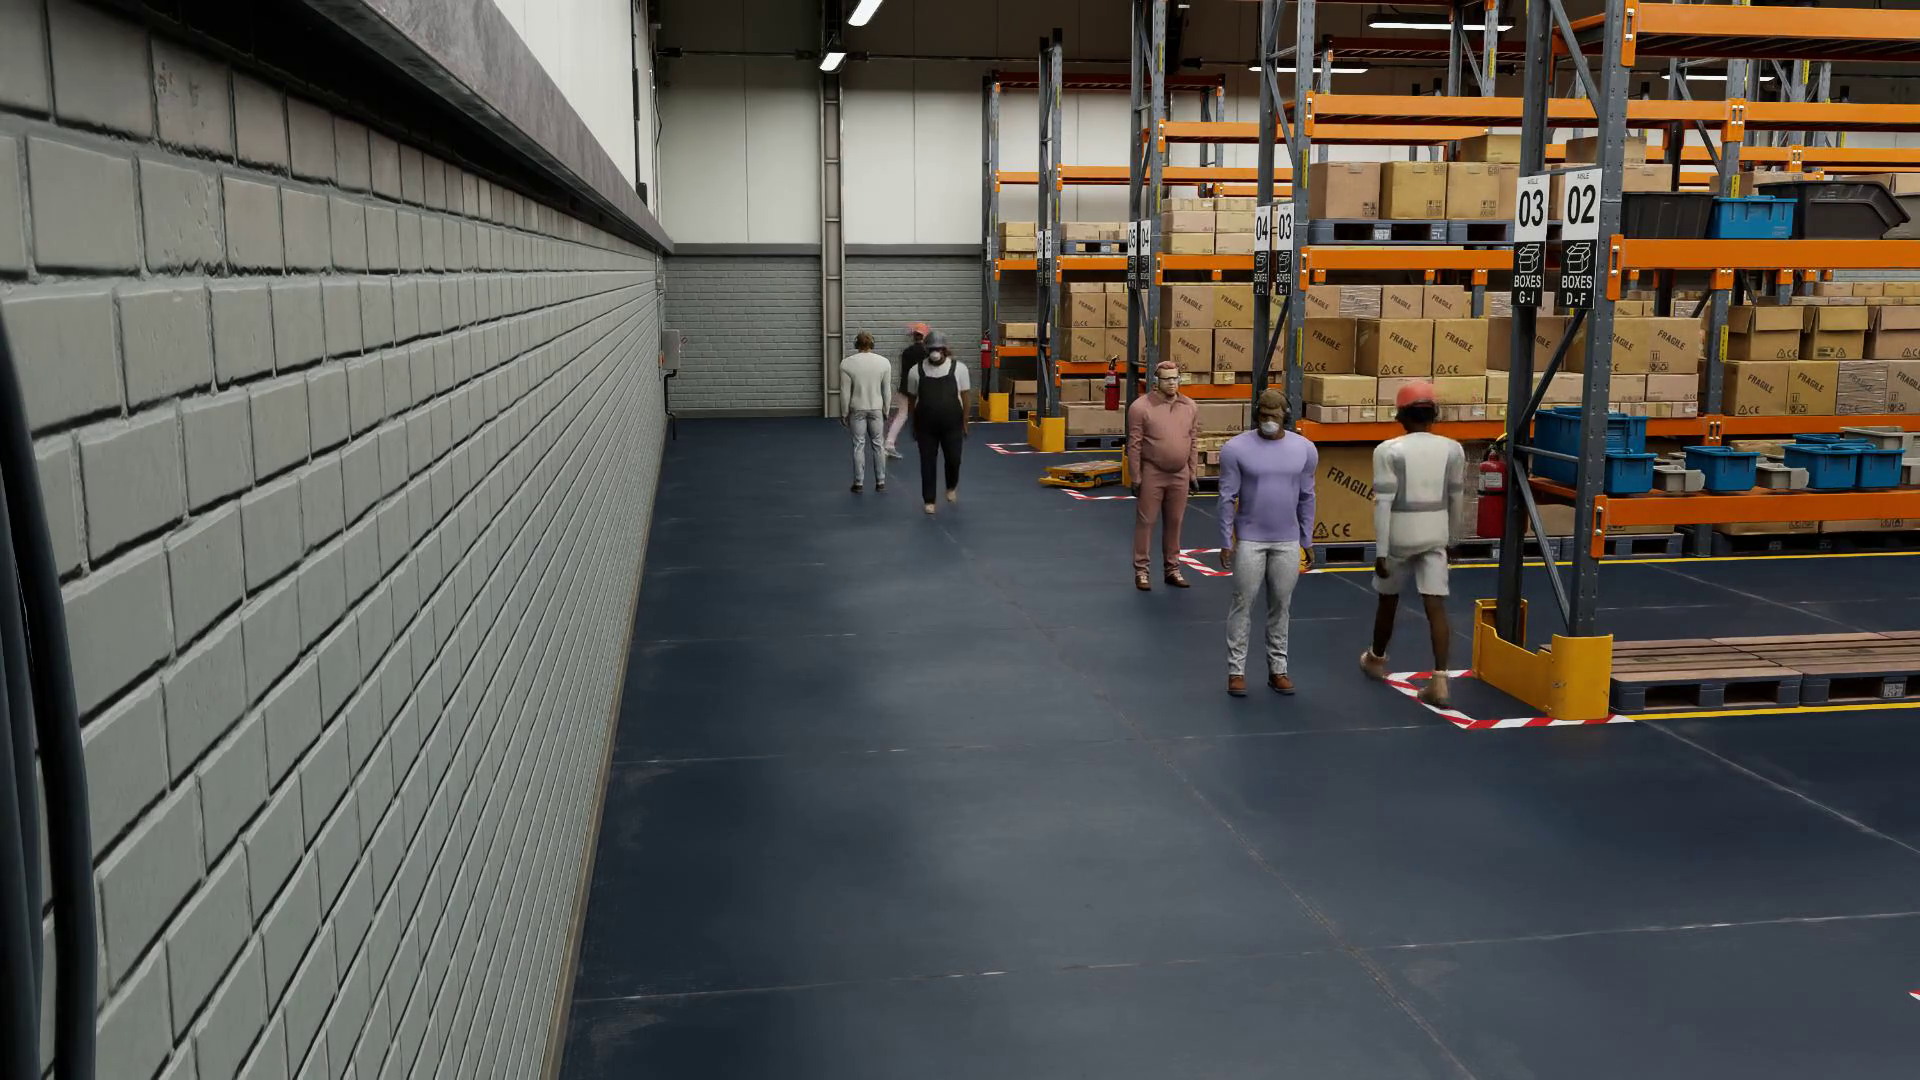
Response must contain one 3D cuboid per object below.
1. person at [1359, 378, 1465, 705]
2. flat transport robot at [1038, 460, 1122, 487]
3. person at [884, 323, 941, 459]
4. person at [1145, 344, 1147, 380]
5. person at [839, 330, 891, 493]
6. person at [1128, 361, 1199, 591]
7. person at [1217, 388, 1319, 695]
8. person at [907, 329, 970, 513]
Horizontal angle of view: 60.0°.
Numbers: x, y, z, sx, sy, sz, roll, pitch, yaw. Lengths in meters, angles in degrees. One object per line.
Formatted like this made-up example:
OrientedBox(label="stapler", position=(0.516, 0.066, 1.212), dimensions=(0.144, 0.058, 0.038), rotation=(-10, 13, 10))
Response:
OrientedBox(label="person", position=(2.844, -0.011, 10.396), dimensions=(0.636, 1.986, 1.064), rotation=(-1, 9, -8))
OrientedBox(label="flat transport robot", position=(1.681, -0.834, 20.737), dimensions=(0.652, 0.197, 1.431), rotation=(9, 13, 43))
OrientedBox(label="person", position=(-0.713, -2.107, 23.591), dimensions=(0.621, 1.912, 1.096), rotation=(9, 13, 43))
OrientedBox(label="person", position=(2.426, -1.621, 20.714), dimensions=(0.333, 1.860, 0.510), rotation=(-4, 10, -23))
OrientedBox(label="person", position=(-1.133, -1.528, 19.886), dimensions=(0.629, 1.940, 0.376), rotation=(-2, 9, -13))
OrientedBox(label="person", position=(1.713, -0.536, 13.865), dimensions=(0.642, 1.909, 0.399), rotation=(-3, 10, -19))
OrientedBox(label="person", position=(1.918, 0.014, 10.396), dimensions=(0.631, 1.932, 0.362), rotation=(-1, 9, -5))
OrientedBox(label="person", position=(-0.242, -1.315, 18.257), dimensions=(0.694, 2.000, 0.637), rotation=(0, 9, 2))
